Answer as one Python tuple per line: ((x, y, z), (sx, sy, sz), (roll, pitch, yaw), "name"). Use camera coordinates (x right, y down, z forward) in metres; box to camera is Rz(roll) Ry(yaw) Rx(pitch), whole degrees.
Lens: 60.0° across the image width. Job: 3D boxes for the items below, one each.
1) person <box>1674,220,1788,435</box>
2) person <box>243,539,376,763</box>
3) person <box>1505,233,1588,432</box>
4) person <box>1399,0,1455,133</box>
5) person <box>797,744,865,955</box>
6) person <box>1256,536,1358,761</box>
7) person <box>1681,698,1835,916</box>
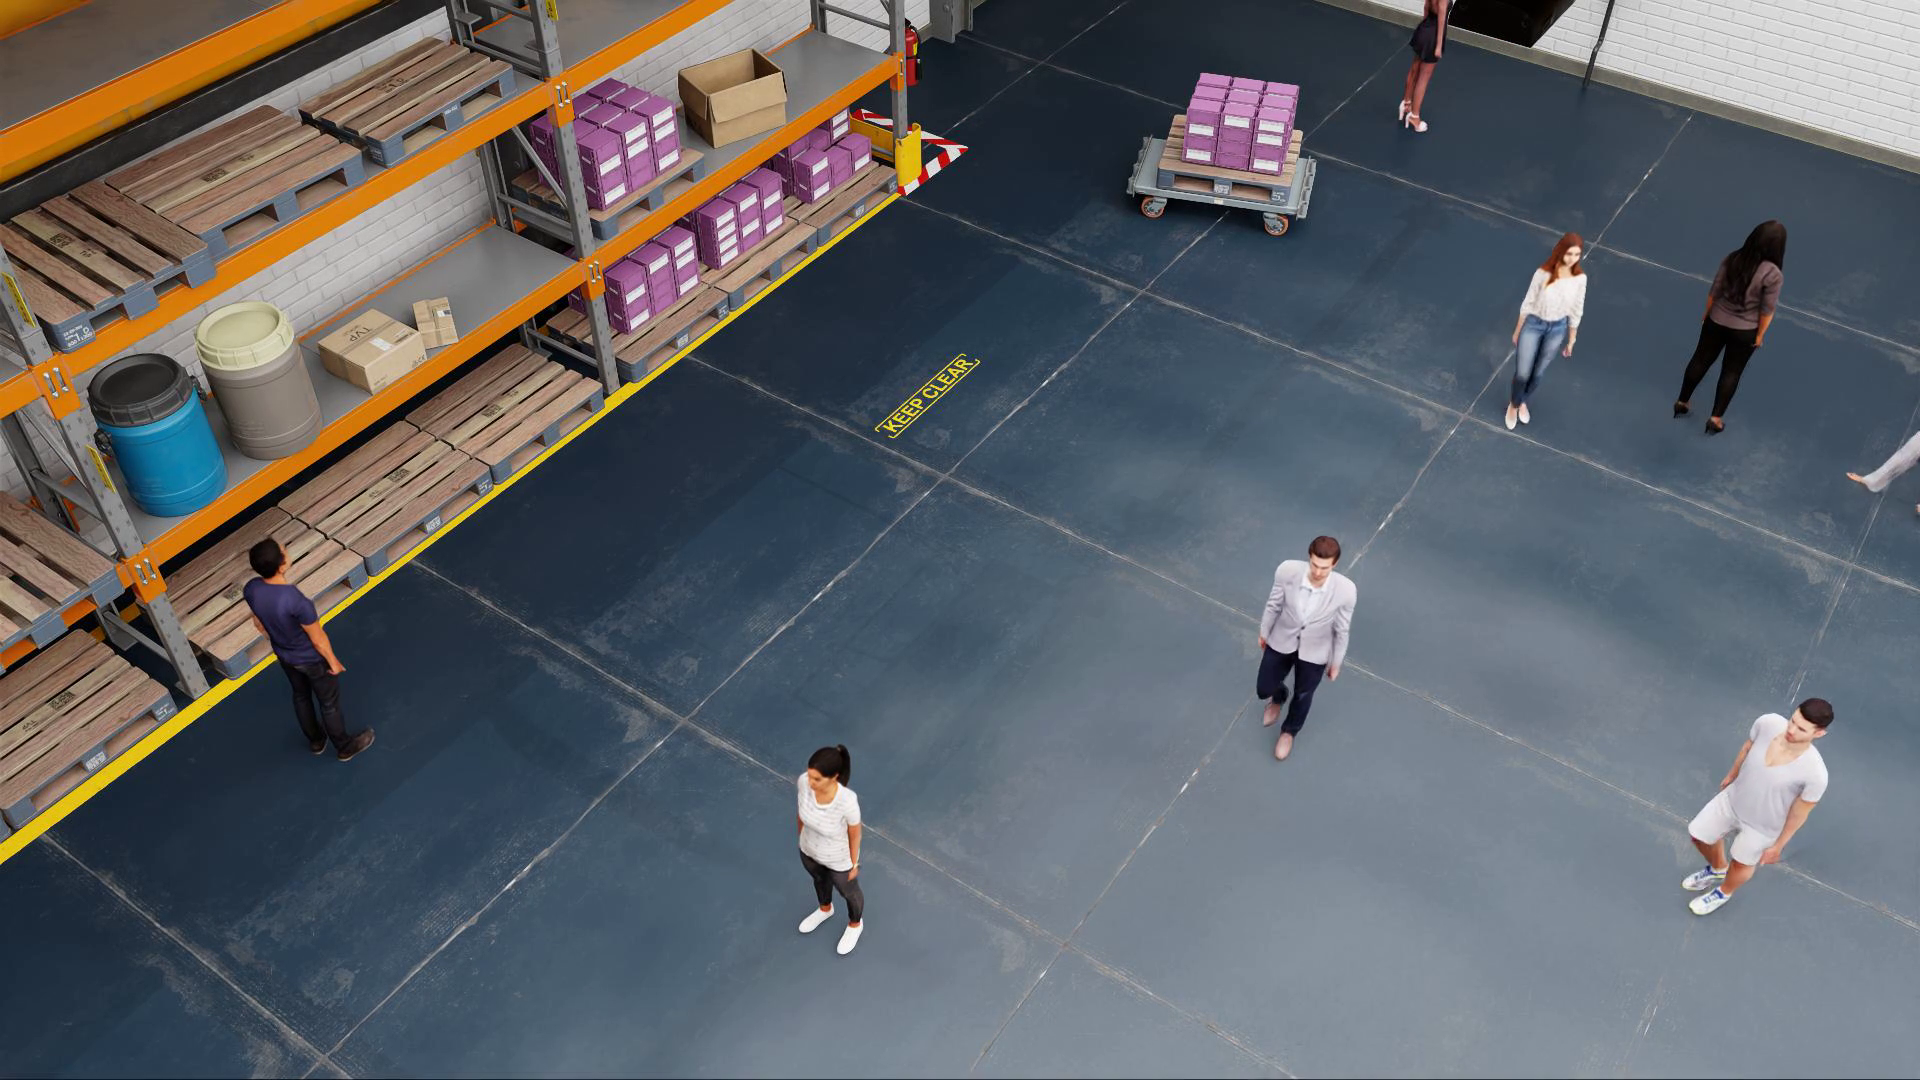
((5.895, -1.626, 12.701), (0.673, 1.840, 0.707), (-31, 52, -29), "person")
((-4.089, 0.696, 10.300), (0.696, 1.791, 0.605), (15, 46, 15), "person")
((4.489, -1.664, 12.831), (0.712, 1.715, 0.751), (5, 44, 5), "person")
((4.548, -4.846, 16.120), (0.730, 1.787, 0.660), (-4, 44, -4), "person")
((-0.725, 1.717, 9.333), (0.561, 1.647, 0.524), (25, 49, 24), "person")
((2.151, 0.592, 10.374), (0.760, 1.840, 0.738), (19, 47, 19), "person")
((4.597, 1.492, 9.426), (0.857, 1.844, 0.838), (-15, 46, -15), "person")
